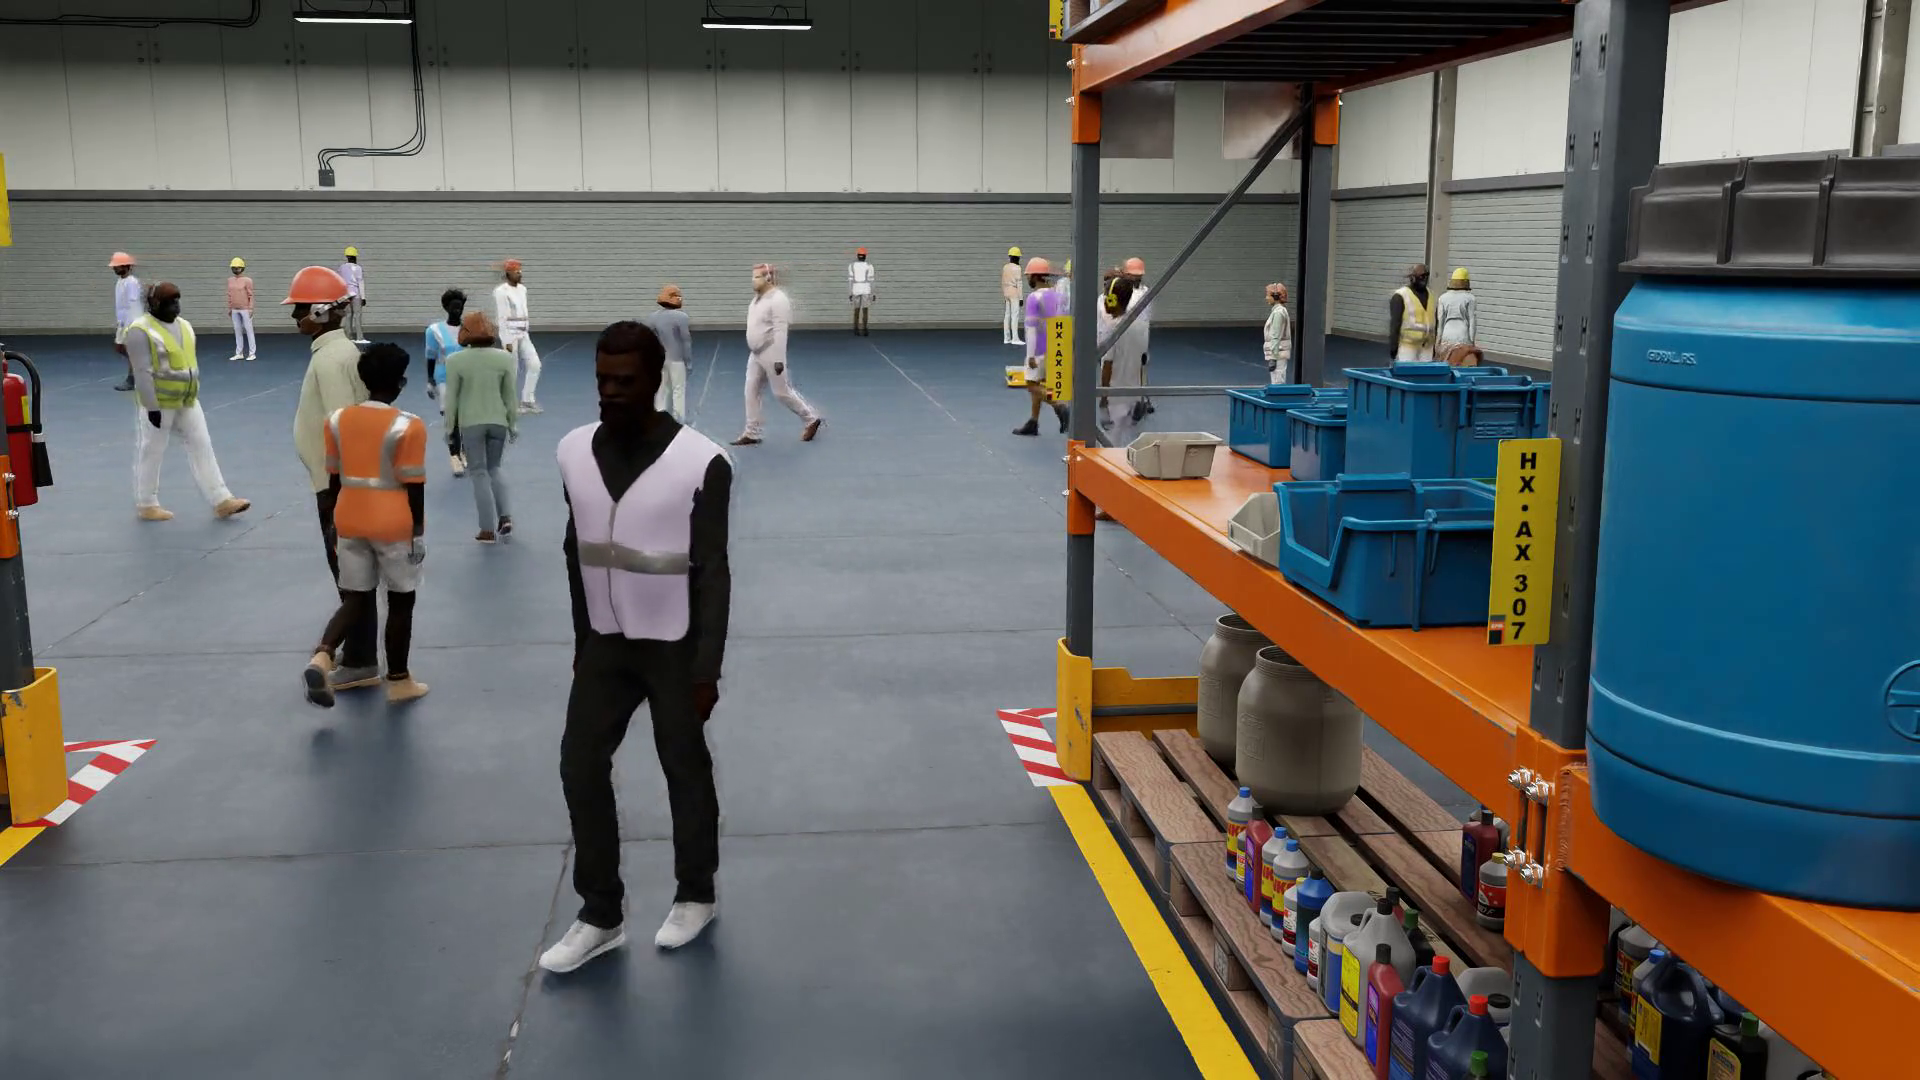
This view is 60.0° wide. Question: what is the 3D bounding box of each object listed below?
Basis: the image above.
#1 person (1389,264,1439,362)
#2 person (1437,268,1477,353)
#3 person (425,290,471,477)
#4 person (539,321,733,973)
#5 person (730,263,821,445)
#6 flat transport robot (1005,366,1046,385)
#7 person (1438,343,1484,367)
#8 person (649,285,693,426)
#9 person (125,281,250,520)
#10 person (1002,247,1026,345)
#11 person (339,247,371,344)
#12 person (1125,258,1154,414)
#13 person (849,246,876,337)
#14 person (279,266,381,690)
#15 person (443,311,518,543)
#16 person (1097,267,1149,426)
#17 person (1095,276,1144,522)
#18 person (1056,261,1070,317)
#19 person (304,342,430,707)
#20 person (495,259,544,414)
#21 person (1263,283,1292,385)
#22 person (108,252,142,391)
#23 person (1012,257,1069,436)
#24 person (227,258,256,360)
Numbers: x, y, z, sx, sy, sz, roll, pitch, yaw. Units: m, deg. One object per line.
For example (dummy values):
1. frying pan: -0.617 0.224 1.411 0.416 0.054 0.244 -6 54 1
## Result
1. person: 5.205 -2.262 19.182 0.630 1.827 0.604 -4 11 -22
2. person: 6.275 -2.557 21.011 0.490 1.741 0.322 7 13 35
3. person: -4.533 -1.426 15.048 0.544 1.659 0.791 -5 12 -27
4. person: -0.959 0.323 4.827 0.608 1.889 0.773 4 11 23
5. person: -1.915 -1.915 17.153 0.904 1.876 0.650 -7 13 -34
6. flat transport robot: 0.997 -2.382 24.083 0.652 0.197 1.431 0 10 0
7. person: 2.527 -0.230 8.665 0.534 1.594 0.869 -6 12 -29
8. person: -3.026 -1.855 17.460 0.500 1.632 0.286 5 12 28
9. person: -5.842 -1.024 12.459 0.919 1.797 0.658 3 11 17
10. person: 1.065 -4.835 32.991 0.370 1.927 0.588 -7 12 -33
11. person: -12.117 -4.881 33.234 0.592 1.929 0.356 5 11 24
12. person: 2.092 -2.495 20.311 0.538 1.882 0.969 -2 11 -12
13. person: -2.093 -5.331 35.716 0.559 1.935 0.434 2 11 10
14. person: -2.966 -0.291 7.892 0.386 1.992 0.625 -3 11 -16
15. person: -3.357 -0.788 11.666 0.498 1.617 0.404 -9 14 -40
16. person: 1.772 -2.055 18.076 0.634 1.815 0.781 4 11 20
17. person: 1.236 -1.011 12.262 0.652 1.854 0.520 8 13 39
18. person: 1.721 -3.178 24.215 0.705 1.807 0.627 8 13 36
19. person: -2.641 -0.037 7.405 0.544 1.673 0.588 4 11 20
20. person: -5.265 -2.426 19.959 0.628 1.859 0.609 4 11 19
21. person: 3.430 -1.953 18.000 0.311 1.635 0.510 2 11 12
22. person: -11.542 -3.041 23.147 0.554 1.924 0.572 -10 14 -43
23. person: 0.902 -2.036 17.681 0.717 1.919 0.549 6 12 30
24. person: -12.451 -3.989 28.786 0.525 1.772 0.309 3 11 15
